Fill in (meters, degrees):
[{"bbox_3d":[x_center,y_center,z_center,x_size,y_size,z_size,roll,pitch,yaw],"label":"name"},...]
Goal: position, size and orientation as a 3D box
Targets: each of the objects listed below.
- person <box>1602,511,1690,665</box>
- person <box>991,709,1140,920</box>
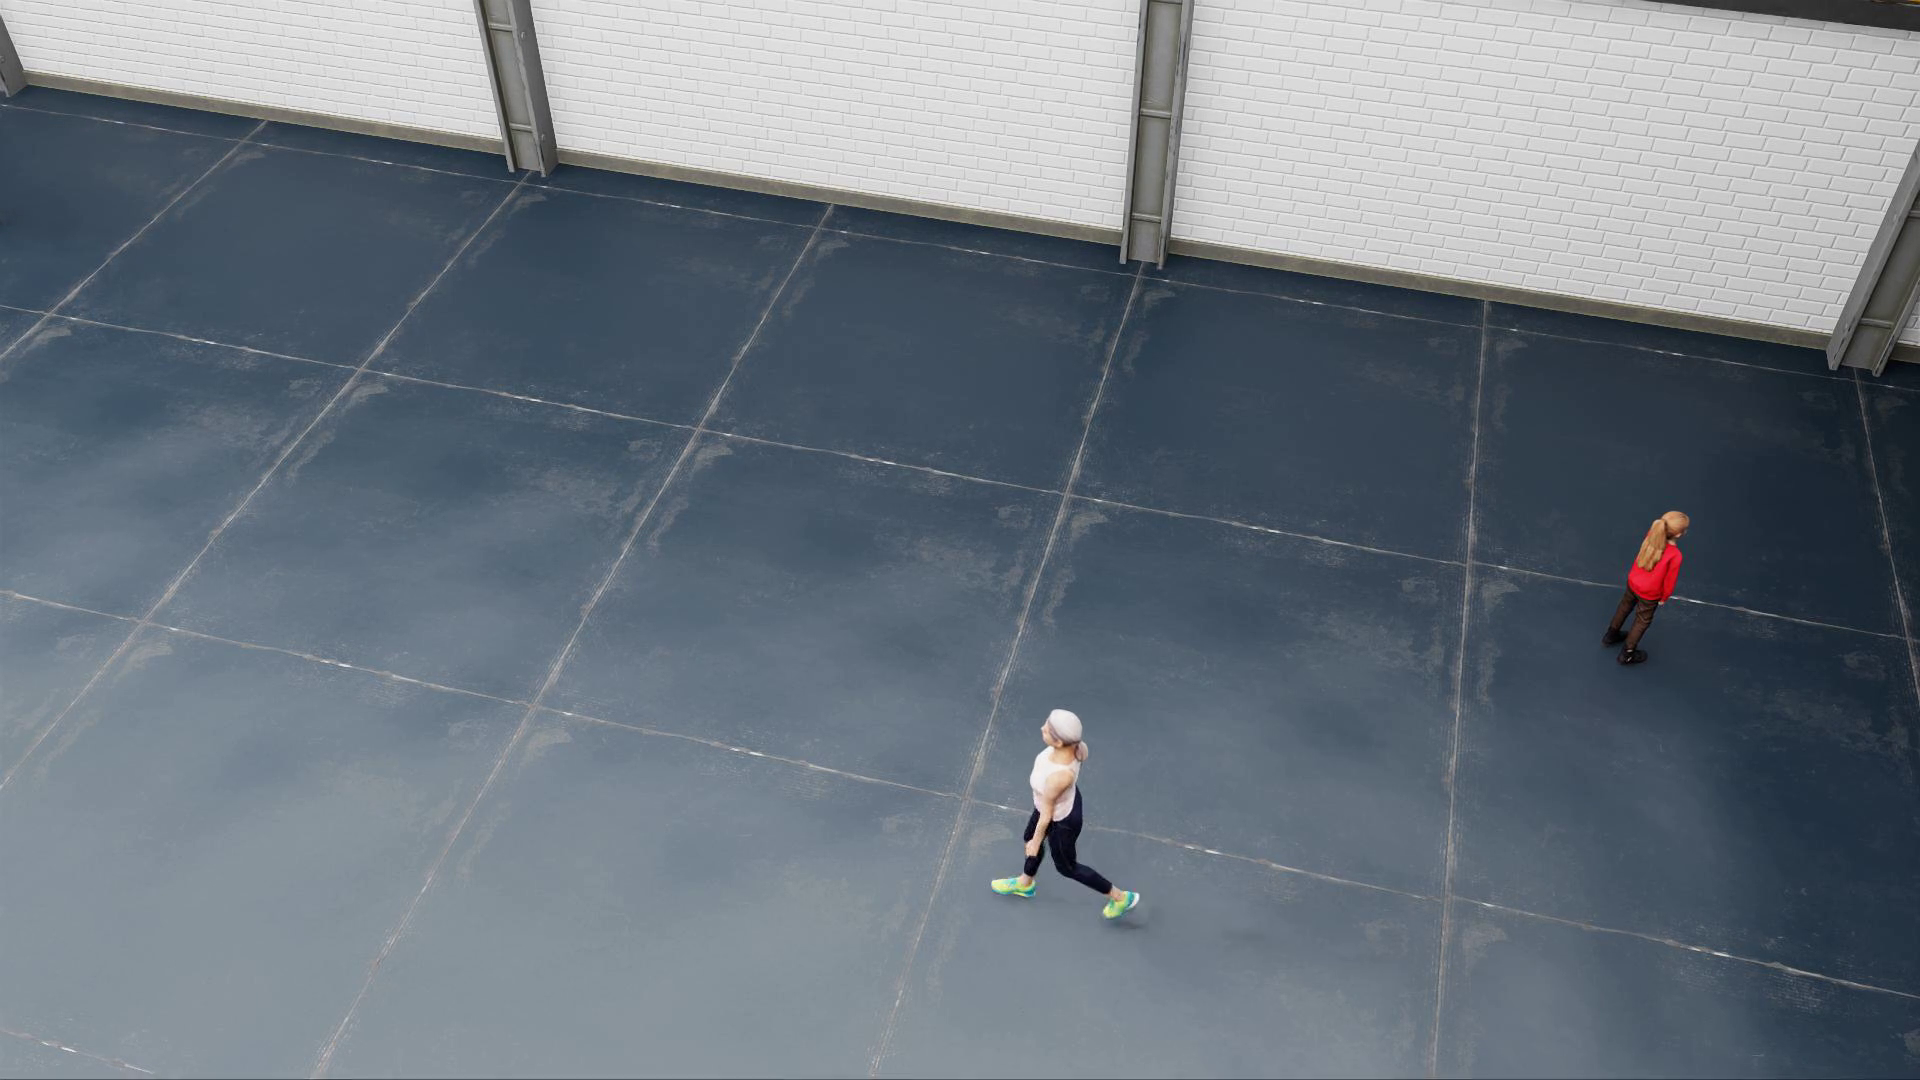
[{"bbox_3d":[4.581,0.298,11.083,0.613,1.282,0.566,-15,46,-16],"label":"person"},{"bbox_3d":[0.637,1.598,9.430,1.135,1.680,0.703,5,44,6],"label":"person"}]
